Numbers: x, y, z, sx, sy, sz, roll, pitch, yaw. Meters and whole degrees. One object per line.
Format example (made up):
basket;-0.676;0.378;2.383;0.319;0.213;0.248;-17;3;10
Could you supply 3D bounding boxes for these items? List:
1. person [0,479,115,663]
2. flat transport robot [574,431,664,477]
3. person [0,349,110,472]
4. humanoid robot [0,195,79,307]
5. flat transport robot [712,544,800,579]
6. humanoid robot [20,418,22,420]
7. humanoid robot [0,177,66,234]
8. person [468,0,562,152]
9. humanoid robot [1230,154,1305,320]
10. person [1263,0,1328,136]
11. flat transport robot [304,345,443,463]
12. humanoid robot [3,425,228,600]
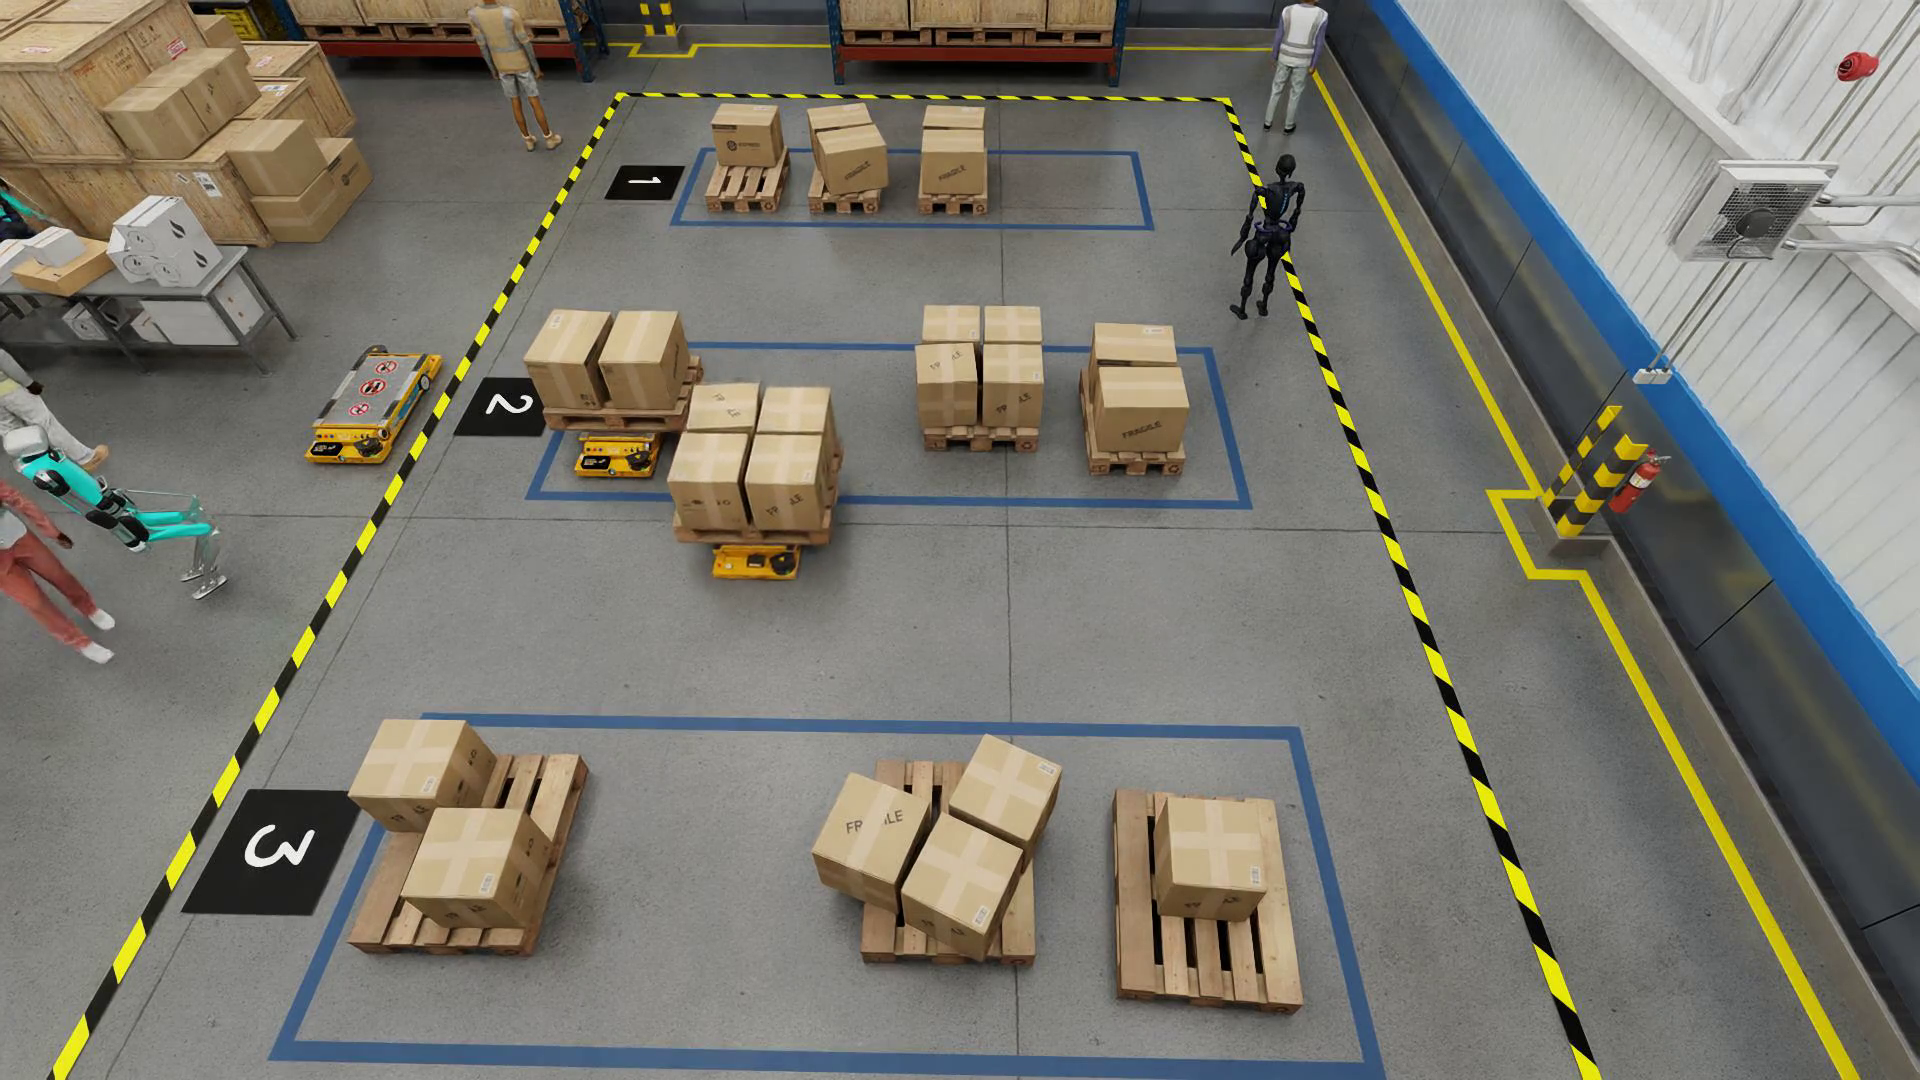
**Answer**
person;-6.419;0.105;6.219;0.748;1.883;0.606;24;54;19
flat transport robot;-2.985;-1.151;8.323;0.652;0.197;1.431;1;50;1
person;-7.806;-1.249;7.393;0.618;1.845;0.431;-8;50;-7
humanoid robot;-9.202;-2.920;8.907;0.448;1.647;0.601;1;50;1
flat transport robot;-1.605;-0.294;7.597;0.652;0.197;1.431;1;50;1
humanoid robot;-8.775;-1.580;7.794;0.610;1.634;0.656;27;55;21
humanoid robot;-9.804;-3.566;9.468;0.864;1.837;0.549;1;50;1
person;-5.385;-5.737;11.062;0.613;2.041;0.375;-3;50;-2
humanoid robot;2.978;-2.928;8.912;0.599;1.657;0.315;-7;50;-6
person;4.182;-6.006;11.430;0.586;1.823;0.404;22;53;17
flat transport robot;-5.383;-1.269;8.441;0.659;0.231;1.431;1;50;1
humanoid robot;-5.794;-0.247;6.526;0.735;1.677;0.533;-36;58;-26
